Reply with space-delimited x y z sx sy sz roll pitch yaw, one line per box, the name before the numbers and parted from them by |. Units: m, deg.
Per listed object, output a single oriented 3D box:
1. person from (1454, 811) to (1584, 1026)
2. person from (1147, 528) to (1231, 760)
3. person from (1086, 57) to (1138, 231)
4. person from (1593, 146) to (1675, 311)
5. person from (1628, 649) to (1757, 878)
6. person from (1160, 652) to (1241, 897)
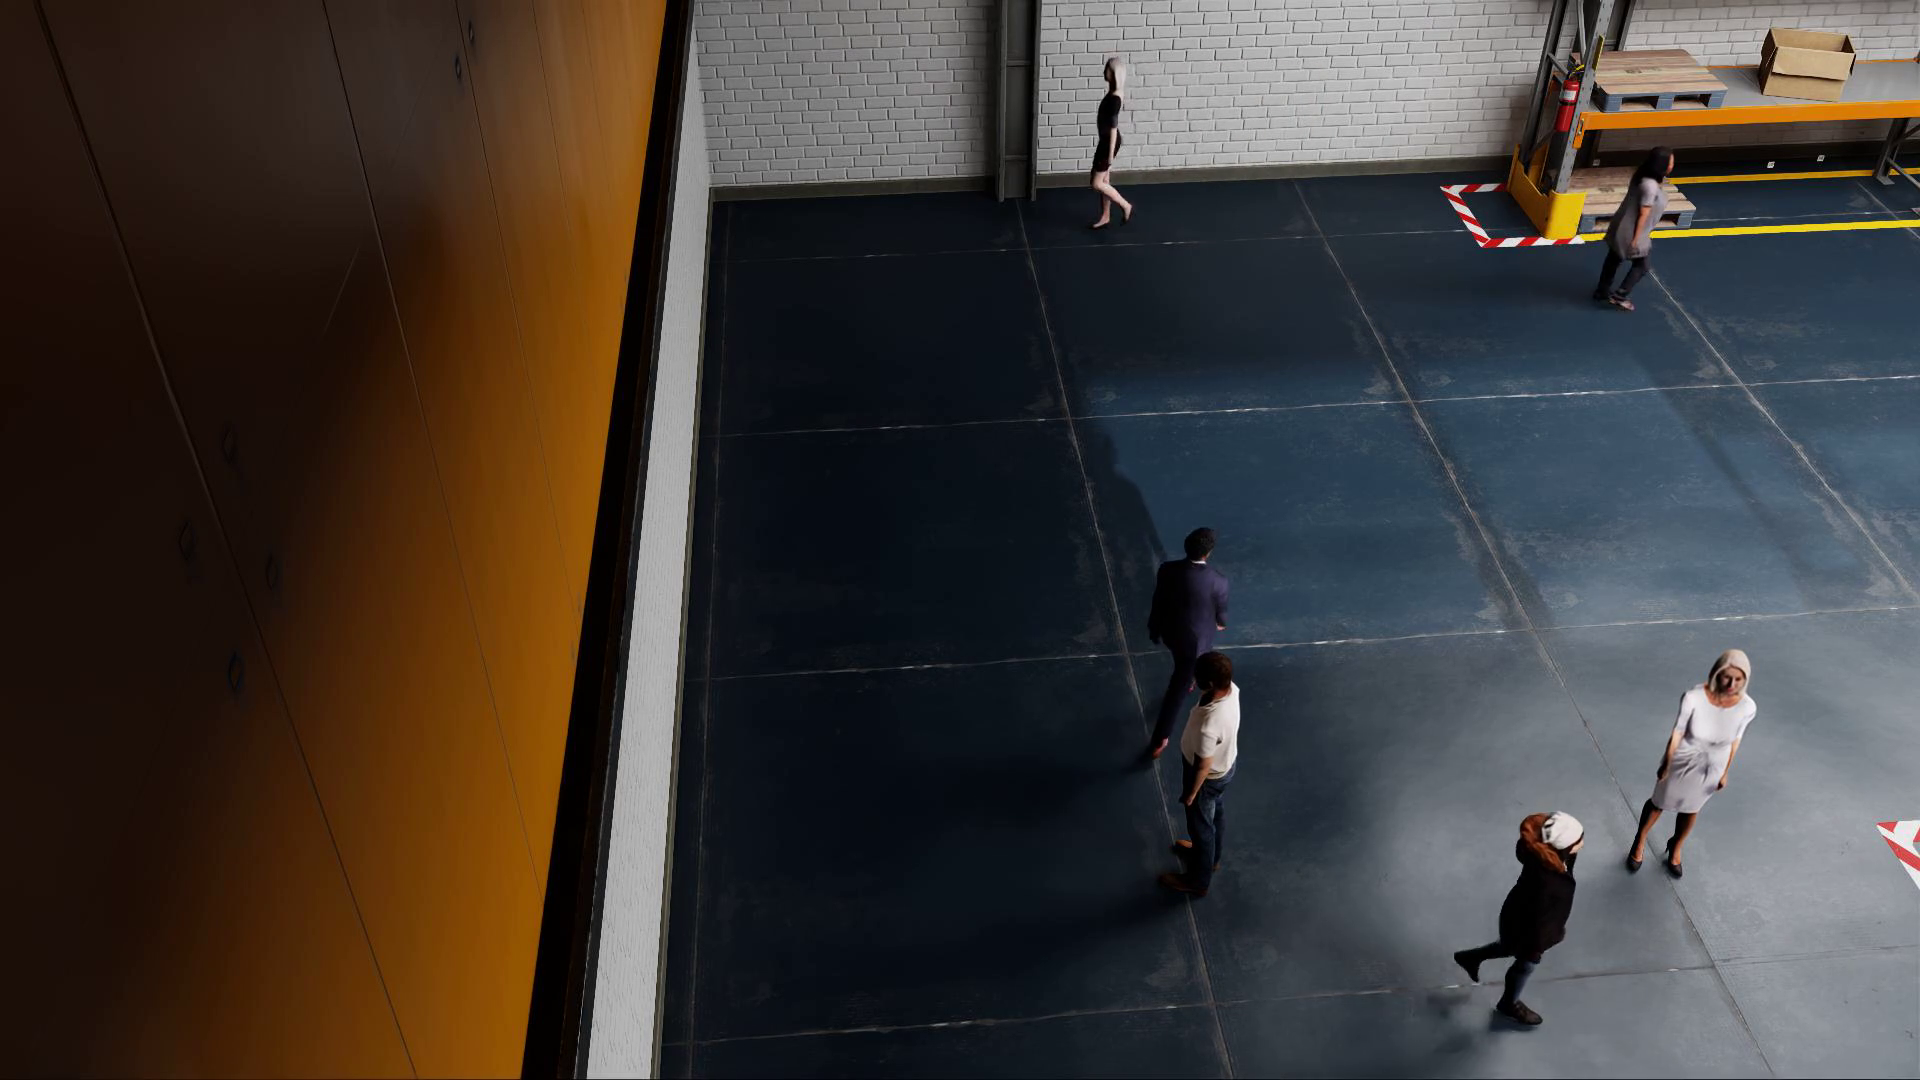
person | 3.068 2.047 9.110 0.915 1.623 0.819 16 41 19
person | 1.438 0.708 10.758 1.184 1.658 1.132 18 42 21
person | 1.545 -3.839 16.325 0.774 1.817 0.661 3 39 3
person | 6.118 -2.883 15.308 0.672 1.592 0.647 -1 39 -1
person | 4.374 1.324 9.912 0.517 1.752 0.667 6 39 7
person | 1.471 1.368 9.778 0.755 1.851 0.750 17 42 20
